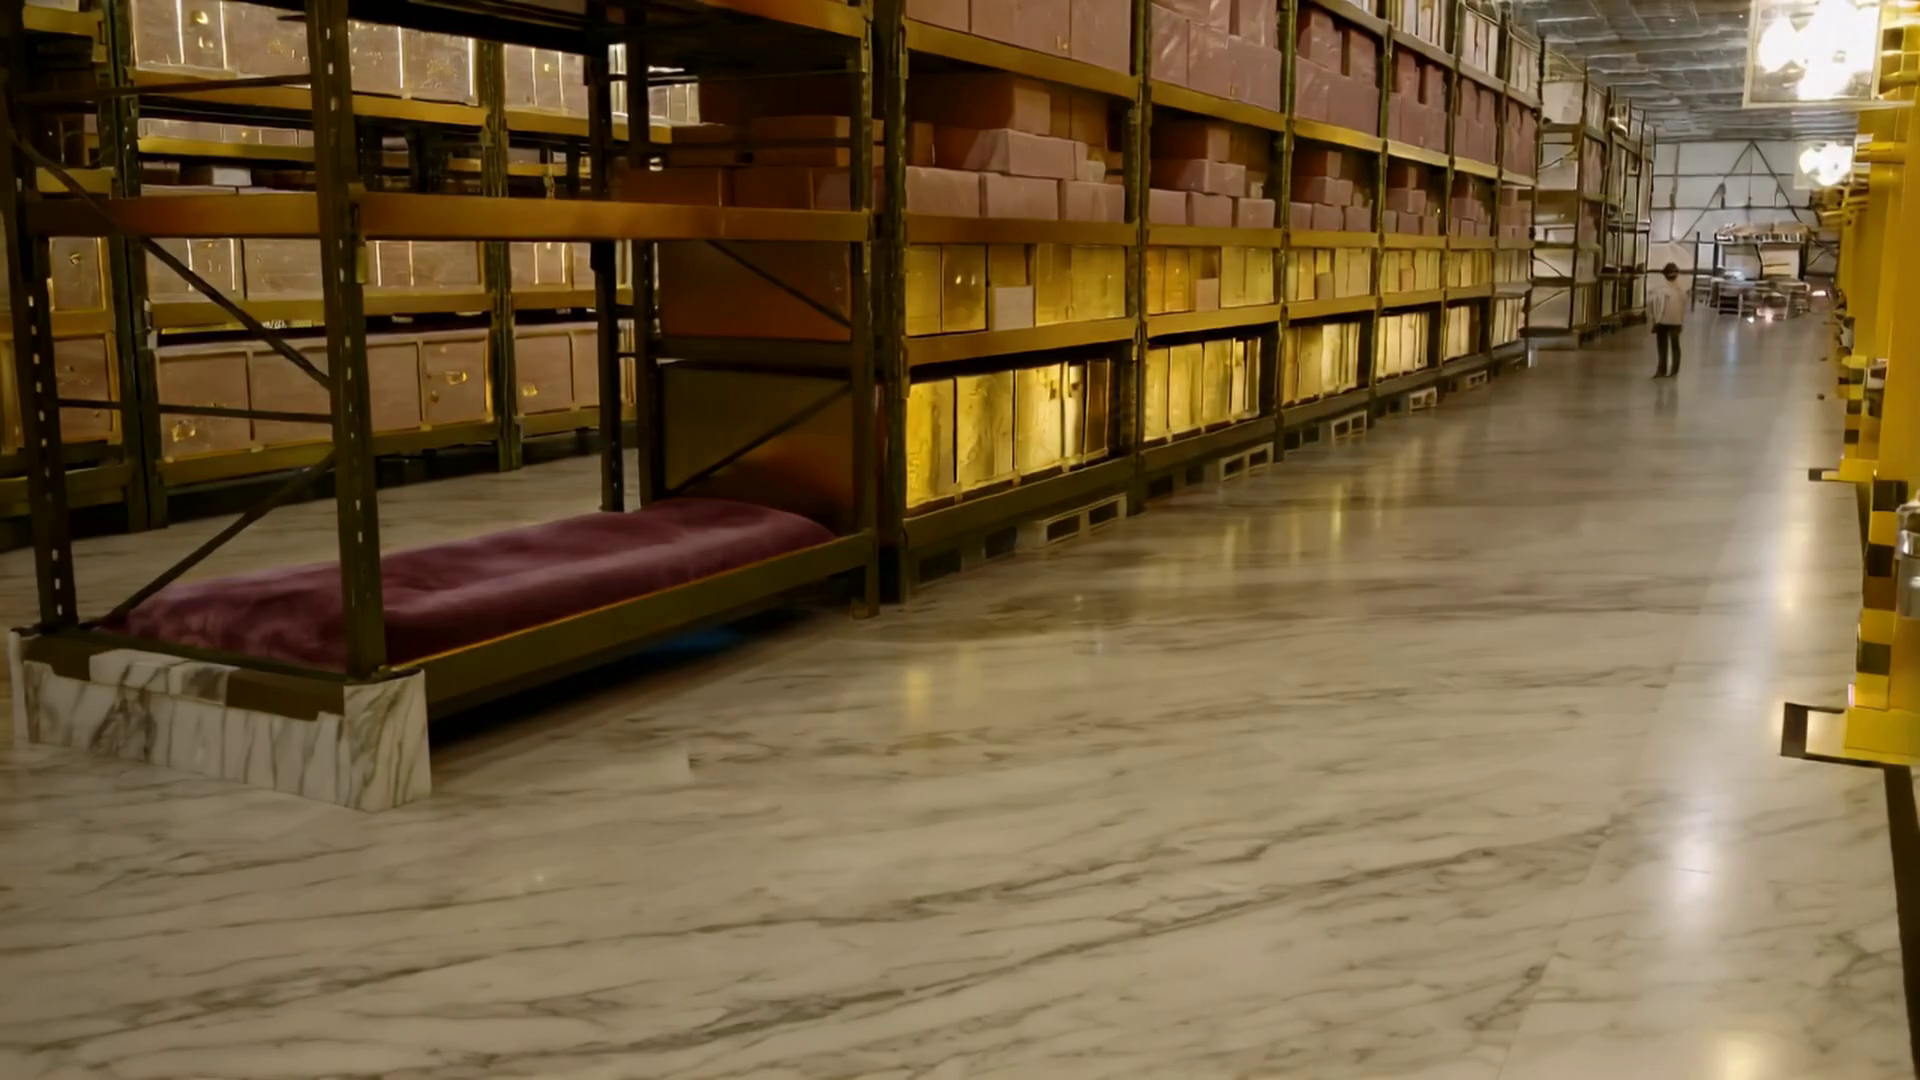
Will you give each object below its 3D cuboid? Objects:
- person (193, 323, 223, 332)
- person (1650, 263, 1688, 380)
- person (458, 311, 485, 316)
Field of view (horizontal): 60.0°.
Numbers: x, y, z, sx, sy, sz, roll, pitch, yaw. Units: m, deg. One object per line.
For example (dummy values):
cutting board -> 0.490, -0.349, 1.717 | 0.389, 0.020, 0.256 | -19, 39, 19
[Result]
person -> -8.780, -2.011, 19.253 | 0.553, 1.737, 0.736 | 6, 12, 32
person -> 12.143, -3.729, 28.489 | 0.609, 1.997, 0.375 | -3, 10, -16
person -> -6.140, -2.361, 21.237 | 0.658, 1.779, 0.792 | 5, 11, 25
